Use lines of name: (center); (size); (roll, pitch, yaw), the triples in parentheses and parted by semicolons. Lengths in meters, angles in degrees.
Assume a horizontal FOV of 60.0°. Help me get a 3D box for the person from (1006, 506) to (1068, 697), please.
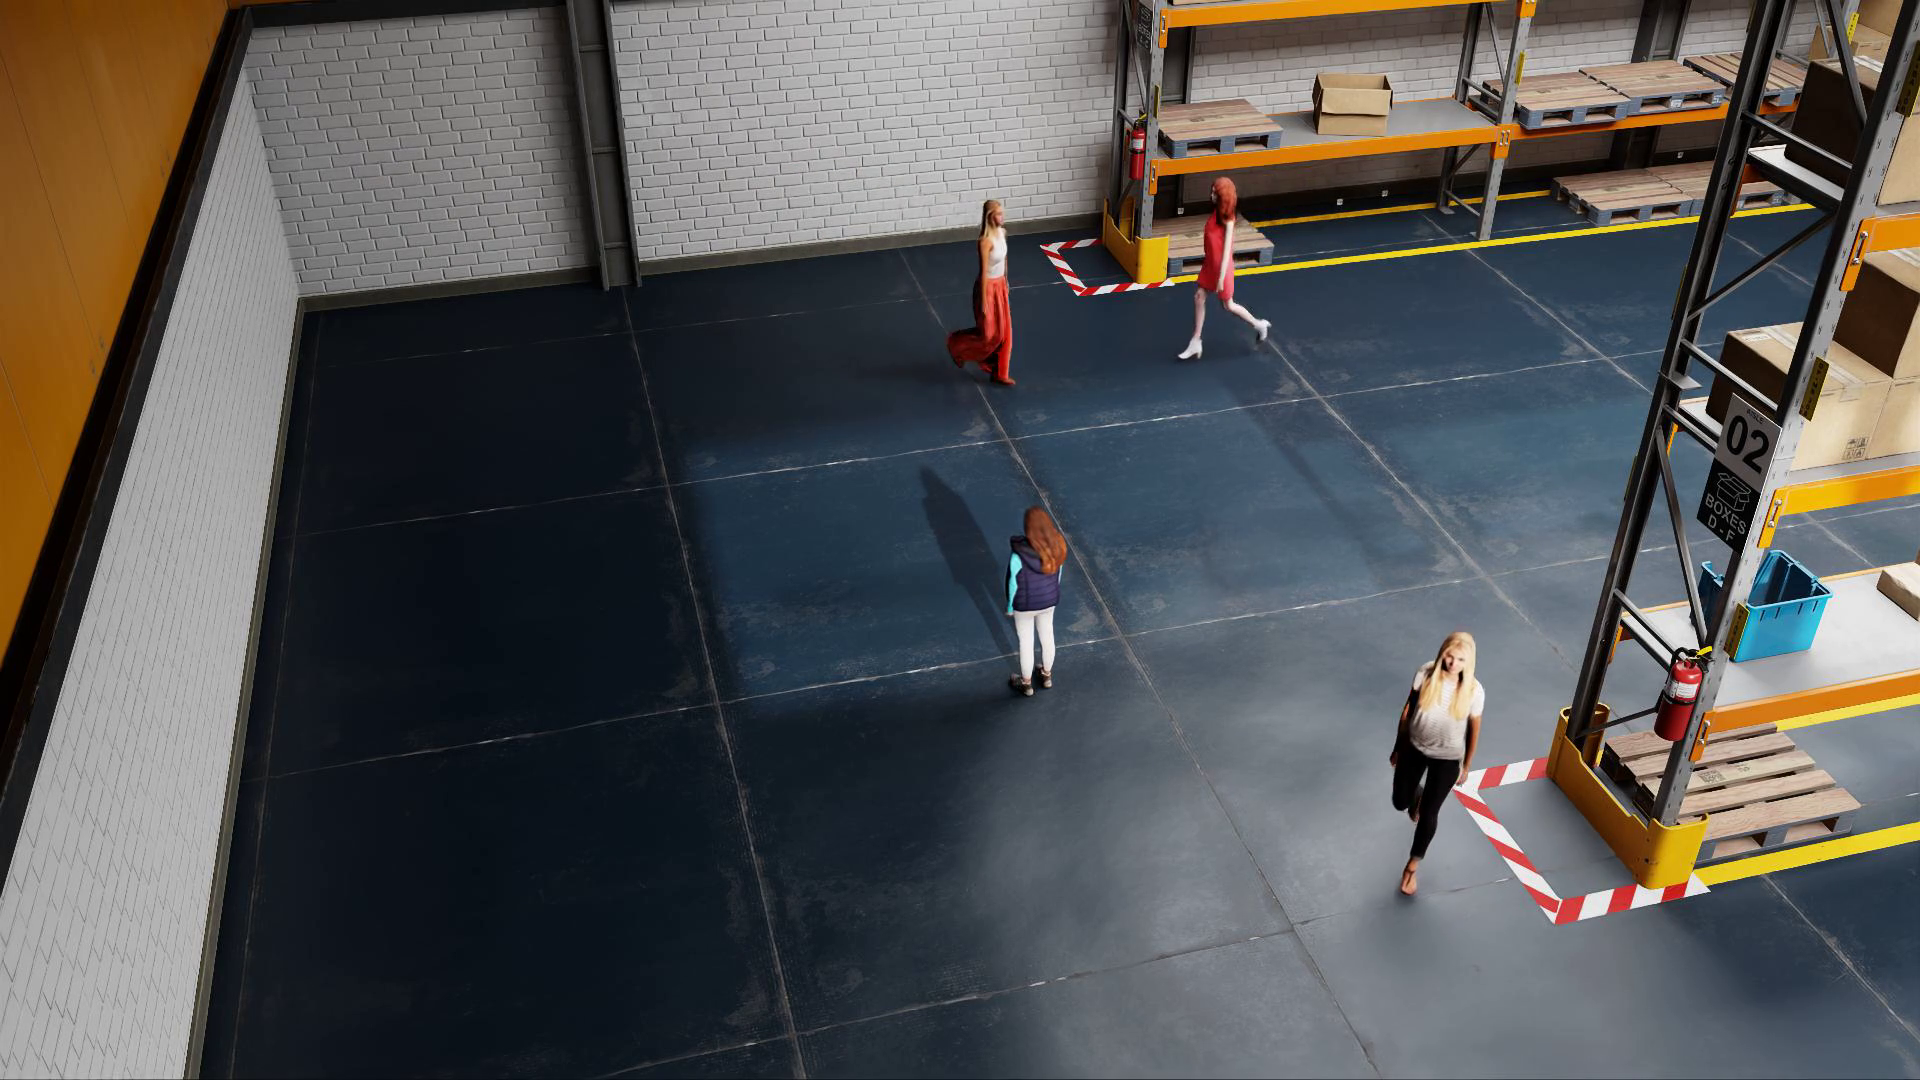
person: (0.515, 0.402, 11.403); (0.584, 1.501, 0.682); (-16, 37, -23)

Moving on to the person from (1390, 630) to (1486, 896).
person: (2.815, 1.235, 9.869); (0.954, 1.812, 1.008); (17, 37, 23)

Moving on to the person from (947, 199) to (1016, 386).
person: (0.195, -2.258, 15.146); (1.018, 1.789, 0.941); (16, 37, 22)

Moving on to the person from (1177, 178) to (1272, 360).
person: (2.505, -2.496, 15.496); (1.152, 1.796, 0.672); (-8, 34, -12)
